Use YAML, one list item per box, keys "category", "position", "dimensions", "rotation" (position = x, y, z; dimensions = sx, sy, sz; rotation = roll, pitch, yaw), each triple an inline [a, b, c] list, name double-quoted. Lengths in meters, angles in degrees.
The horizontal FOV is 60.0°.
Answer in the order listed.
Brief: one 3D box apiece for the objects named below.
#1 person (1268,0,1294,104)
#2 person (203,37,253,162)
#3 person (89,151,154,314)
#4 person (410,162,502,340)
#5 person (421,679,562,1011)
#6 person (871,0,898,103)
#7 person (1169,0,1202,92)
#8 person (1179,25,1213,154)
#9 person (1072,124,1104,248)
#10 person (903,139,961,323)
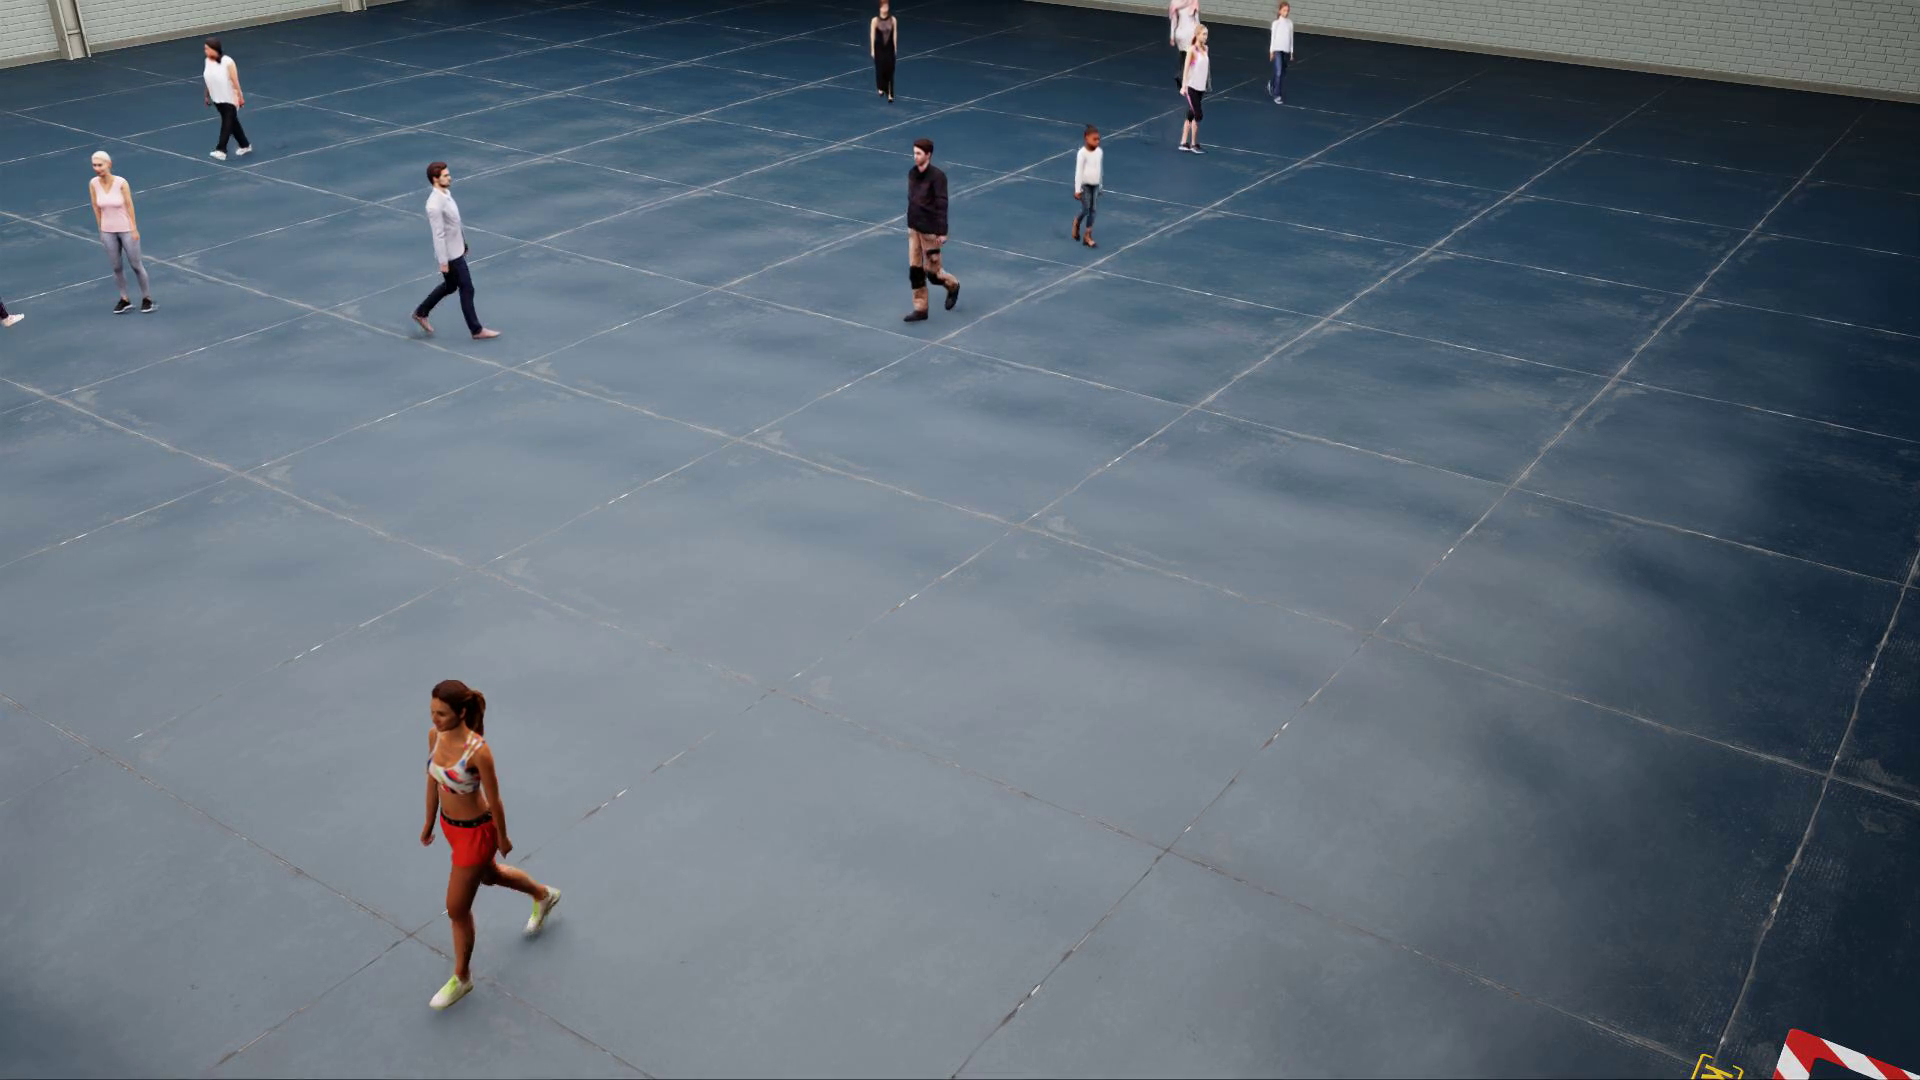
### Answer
- category: "person"
  position: [5.123, -7.824, 26.660]
  dimensions: [0.982, 1.528, 1.021]
  rotation: [-6, 28, -11]
- category: "person"
  position: [-10.275, -6.205, 23.381]
  dimensions: [0.749, 1.651, 1.074]
  rotation: [13, 30, 24]
- category: "person"
  position: [-8.894, -3.267, 17.597]
  dimensions: [0.632, 1.723, 0.677]
  rotation: [-2, 27, -4]
- category: "person"
  position: [-5.224, -2.902, 16.778]
  dimensions: [1.187, 1.825, 1.144]
  rotation: [-3, 27, -7]
- category: "person"
  position: [-2.412, 1.441, 8.422]
  dimensions: [0.600, 1.753, 1.136]
  rotation: [20, 33, 34]
- category: "person"
  position: [-1.229, -7.847, 26.672]
  dimensions: [1.038, 1.558, 1.075]
  rotation: [-6, 28, -11]
- category: "person"
  position: [3.657, -8.175, 27.059]
  dimensions: [0.783, 1.786, 1.065]
  rotation: [10, 29, 19]
- category: "person"
  position: [3.275, -6.425, 23.676]
  dimensions: [0.720, 1.773, 0.775]
  rotation: [-24, 36, -39]
- category: "person"
  position: [1.487, -4.211, 19.731]
  dimensions: [0.678, 1.448, 0.717]
  rotation: [-18, 32, -31]
- category: "person"
  position: [-0.295, -3.229, 17.312]
  dimensions: [0.775, 1.916, 0.975]
  rotation: [24, 35, 38]
